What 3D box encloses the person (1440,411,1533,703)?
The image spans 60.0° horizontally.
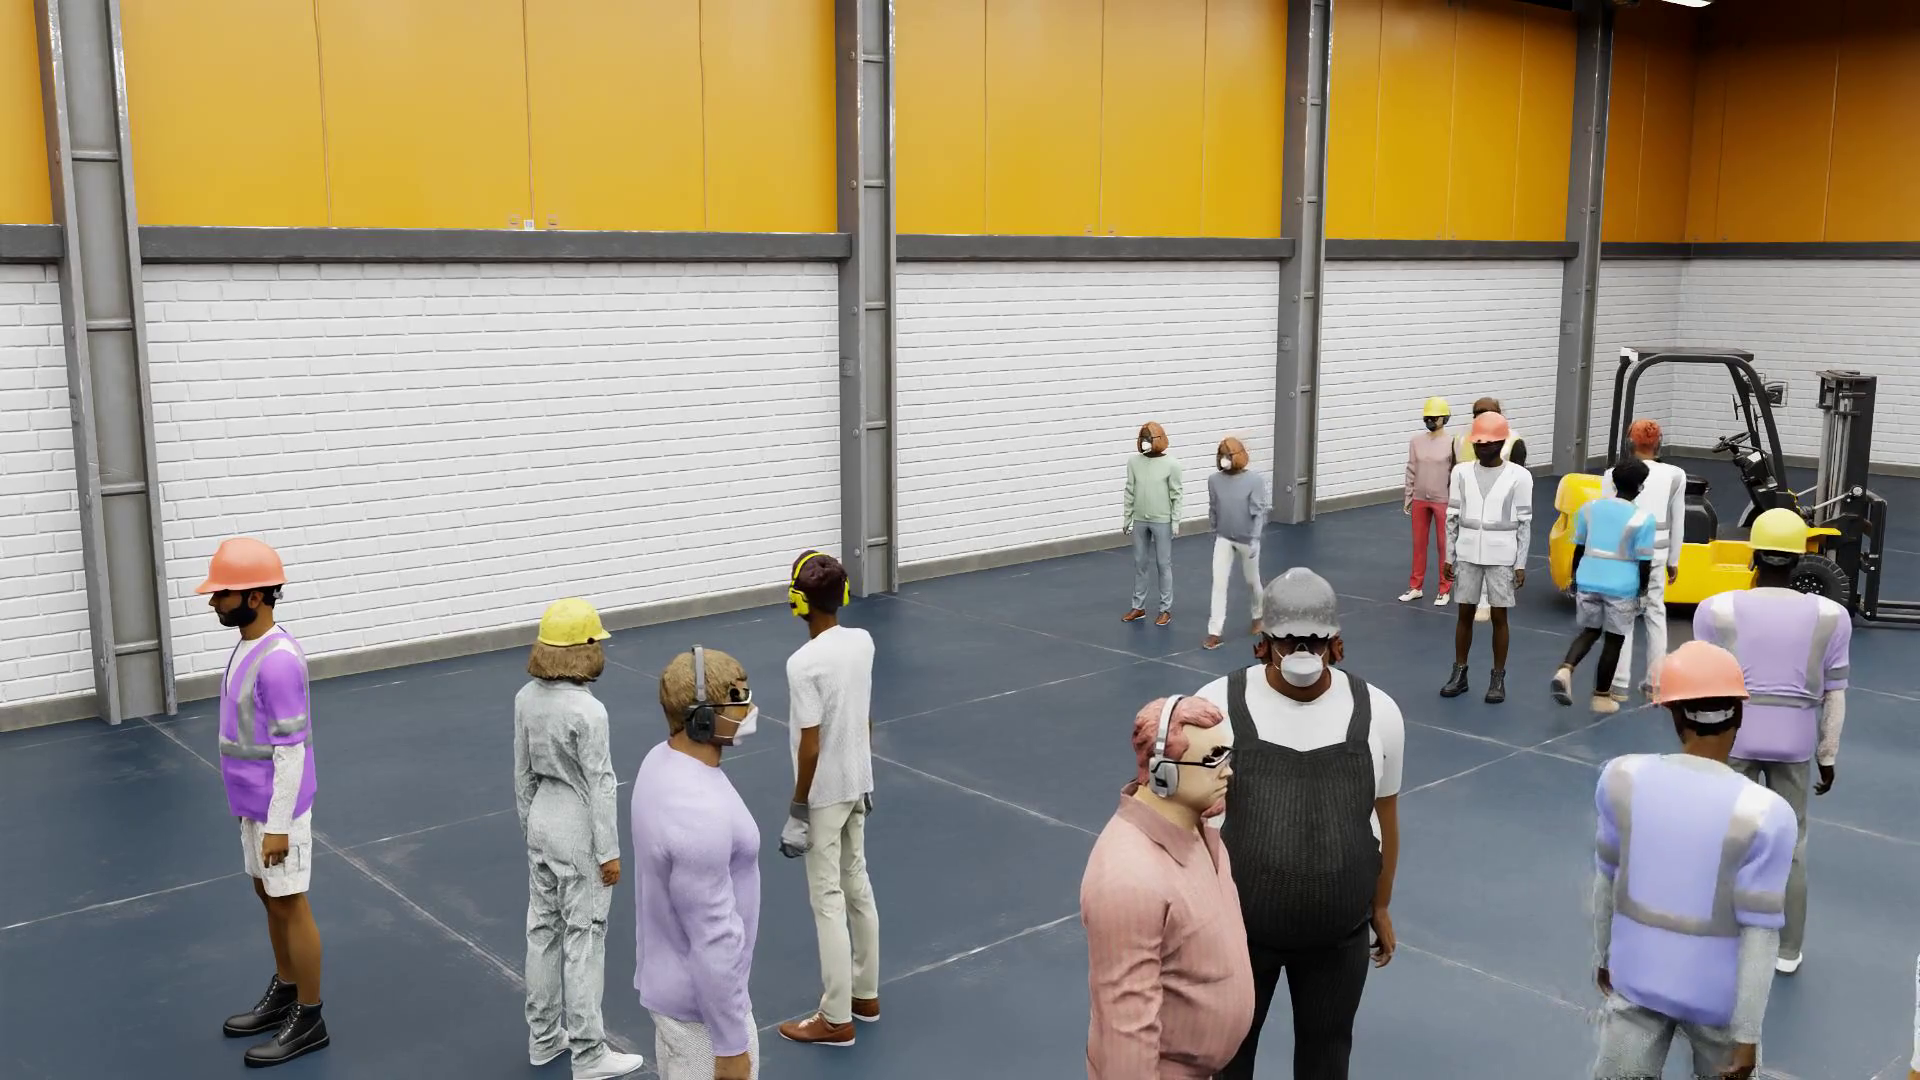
[{"bbox_3d":[3.463,0.114,10.981,0.551,1.933,0.372,6,12,32],"label":"person"}]

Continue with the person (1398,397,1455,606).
[{"bbox_3d":[3.994,-0.328,14.062,0.525,1.769,0.316,9,13,42],"label":"person"}]

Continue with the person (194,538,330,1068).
[{"bbox_3d":[-2.552,0.947,6.095,0.355,1.938,0.545,-7,12,-35],"label":"person"}]

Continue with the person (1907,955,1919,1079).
[{"bbox_3d":[2.575,1.307,4.011,0.376,1.931,0.542,-8,13,-40],"label":"person"}]

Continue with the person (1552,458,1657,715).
[{"bbox_3d":[4.109,0.313,10.573,0.521,1.669,0.569,-8,12,-37],"label":"person"}]

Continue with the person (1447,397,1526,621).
[{"bbox_3d":[4.260,-0.260,13.500,0.630,1.826,0.511,7,12,37],"label":"person"}]

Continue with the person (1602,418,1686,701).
[{"bbox_3d":[4.490,0.134,11.014,0.583,1.882,0.337,-1,10,-6],"label":"person"}]

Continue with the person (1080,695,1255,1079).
[{"bbox_3d":[0.516,1.307,4.076,0.400,1.910,0.643,3,10,19],"label":"person"}]

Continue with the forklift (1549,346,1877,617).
[{"bbox_3d":[6.109,-0.478,13.691,2.313,2.155,1.214,3,10,16],"label":"forklift"}]

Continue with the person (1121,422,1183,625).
[{"bbox_3d":[1.535,-0.135,13.320,0.507,1.632,0.264,7,12,34],"label":"person"}]

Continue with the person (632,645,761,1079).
[{"bbox_3d":[-0.678,1.228,4.450,0.372,1.940,0.630,-4,10,-20],"label":"person"}]

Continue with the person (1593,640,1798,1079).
[{"bbox_3d":[1.942,1.232,4.559,0.552,1.897,0.809,9,13,42],"label":"person"}]

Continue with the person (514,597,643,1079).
[{"bbox_3d":[-1.385,1.064,5.978,0.492,1.742,0.321,8,13,39],"label":"person"}]

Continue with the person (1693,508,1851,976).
[{"bbox_3d":[3.288,0.827,6.832,0.590,1.926,0.388,3,10,17],"label":"person"}]

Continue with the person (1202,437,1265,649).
[{"bbox_3d":[2.121,-0.006,12.708,0.506,1.586,0.874,6,11,31],"label":"person"}]

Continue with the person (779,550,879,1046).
[{"bbox_3d":[-0.498,0.965,6.214,0.331,1.864,0.513,5,11,27],"label":"person"}]
